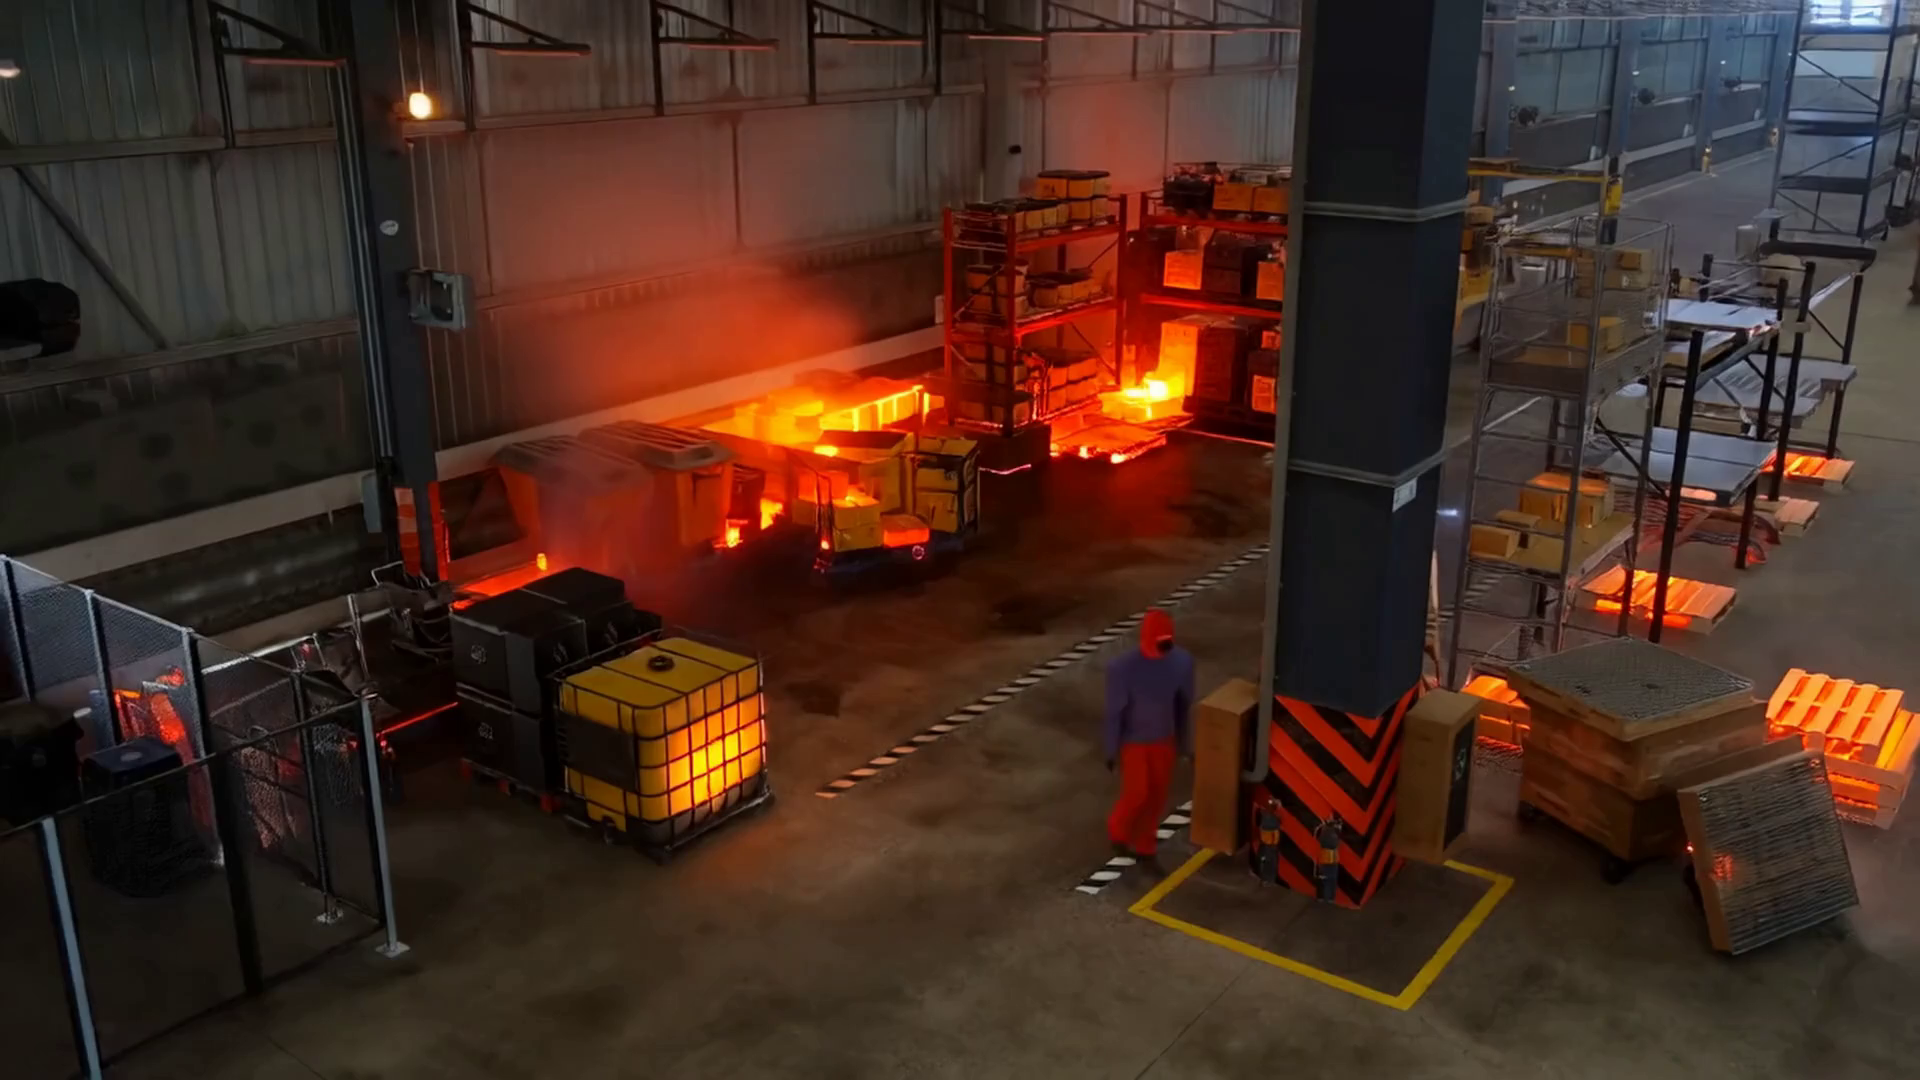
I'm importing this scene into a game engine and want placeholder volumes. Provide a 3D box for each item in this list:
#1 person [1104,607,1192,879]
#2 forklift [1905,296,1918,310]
[{"bbox_3d":[1.247,1.338,11.036,0.653,1.923,0.458,-8,20,-24],"label":"person"},{"bbox_3d":[18.809,-5.782,31.316,1.129,2.768,1.873,13,22,34],"label":"forklift"}]
